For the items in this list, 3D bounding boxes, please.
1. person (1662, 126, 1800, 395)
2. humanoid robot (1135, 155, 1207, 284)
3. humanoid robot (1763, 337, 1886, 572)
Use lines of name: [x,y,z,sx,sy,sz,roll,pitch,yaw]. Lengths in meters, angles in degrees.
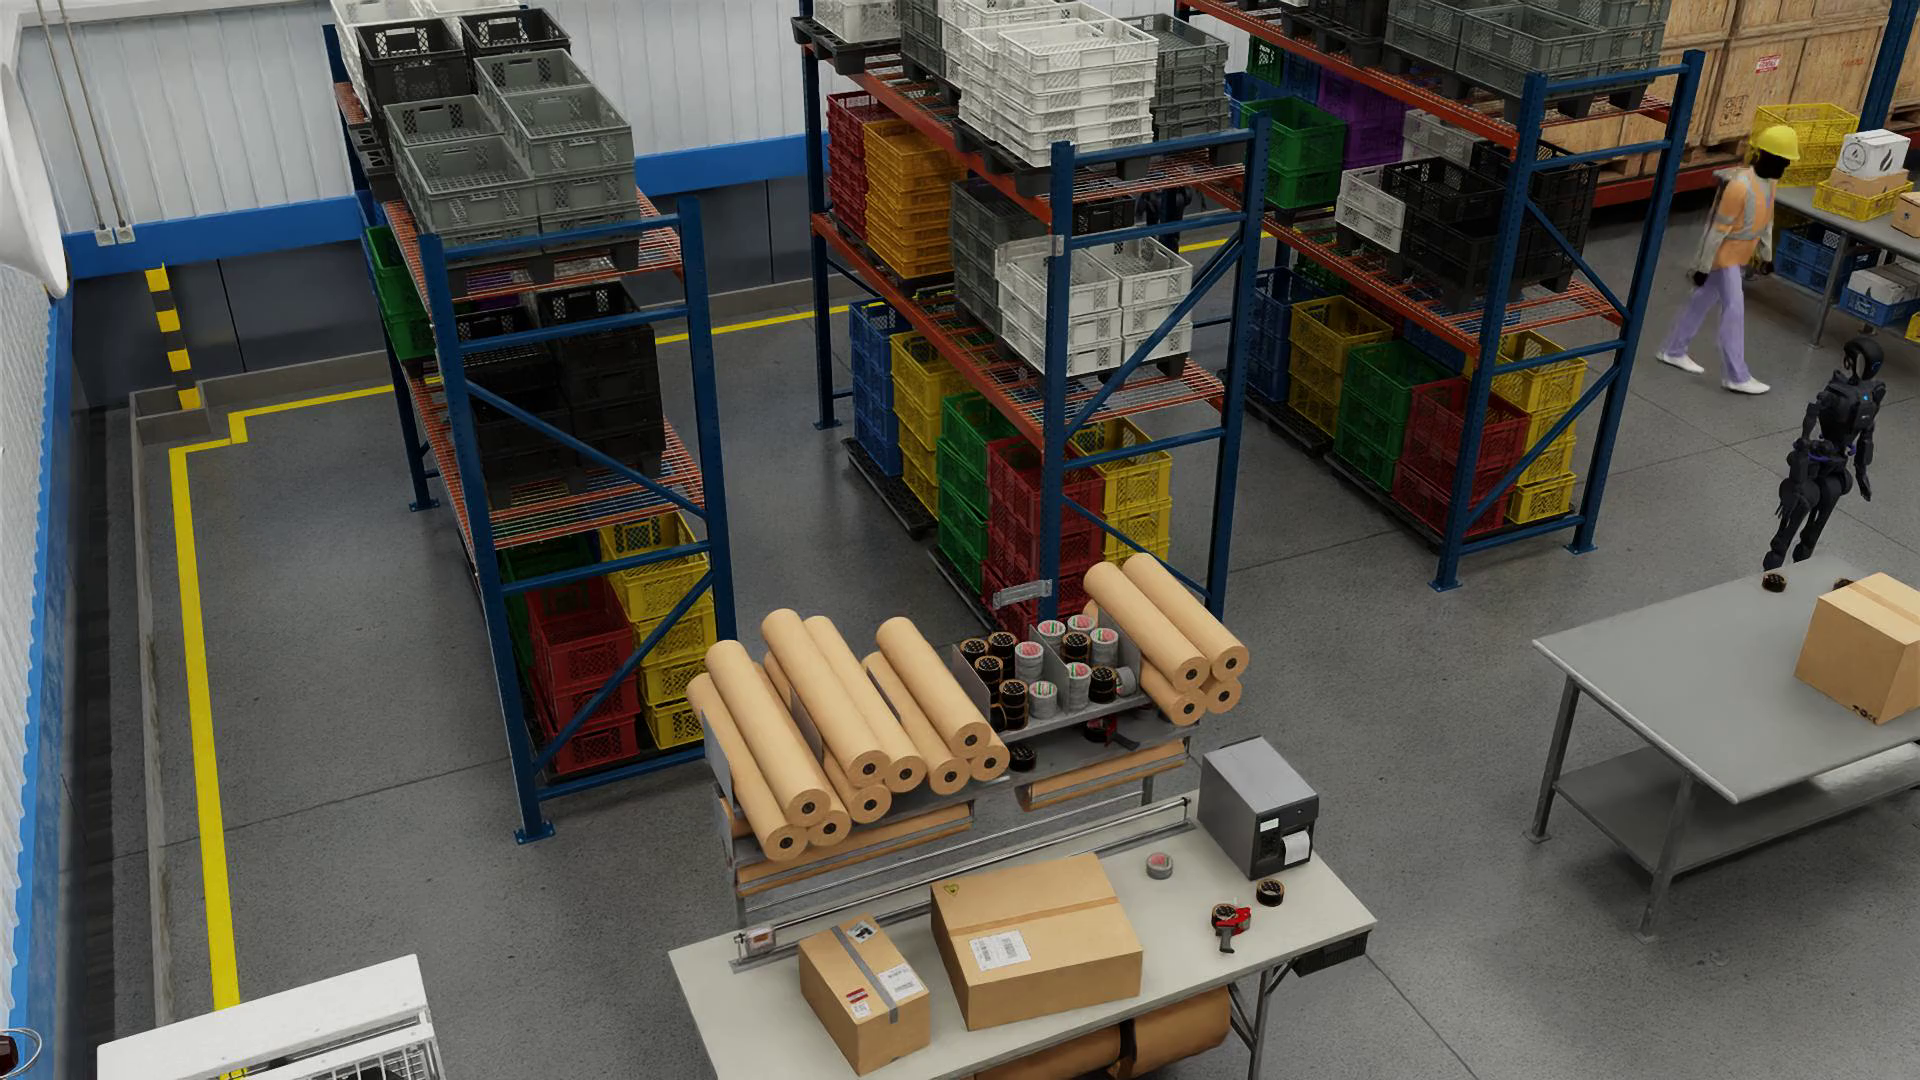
person: [5.510,-1.954,11.599,0.918,1.879,0.596,26,40,35]
humanoid robot: [1.654,-2.755,13.091,0.599,1.654,0.325,-13,34,-20]
humanoid robot: [4.780,-0.350,9.182,0.599,1.657,0.325,-13,34,-20]
